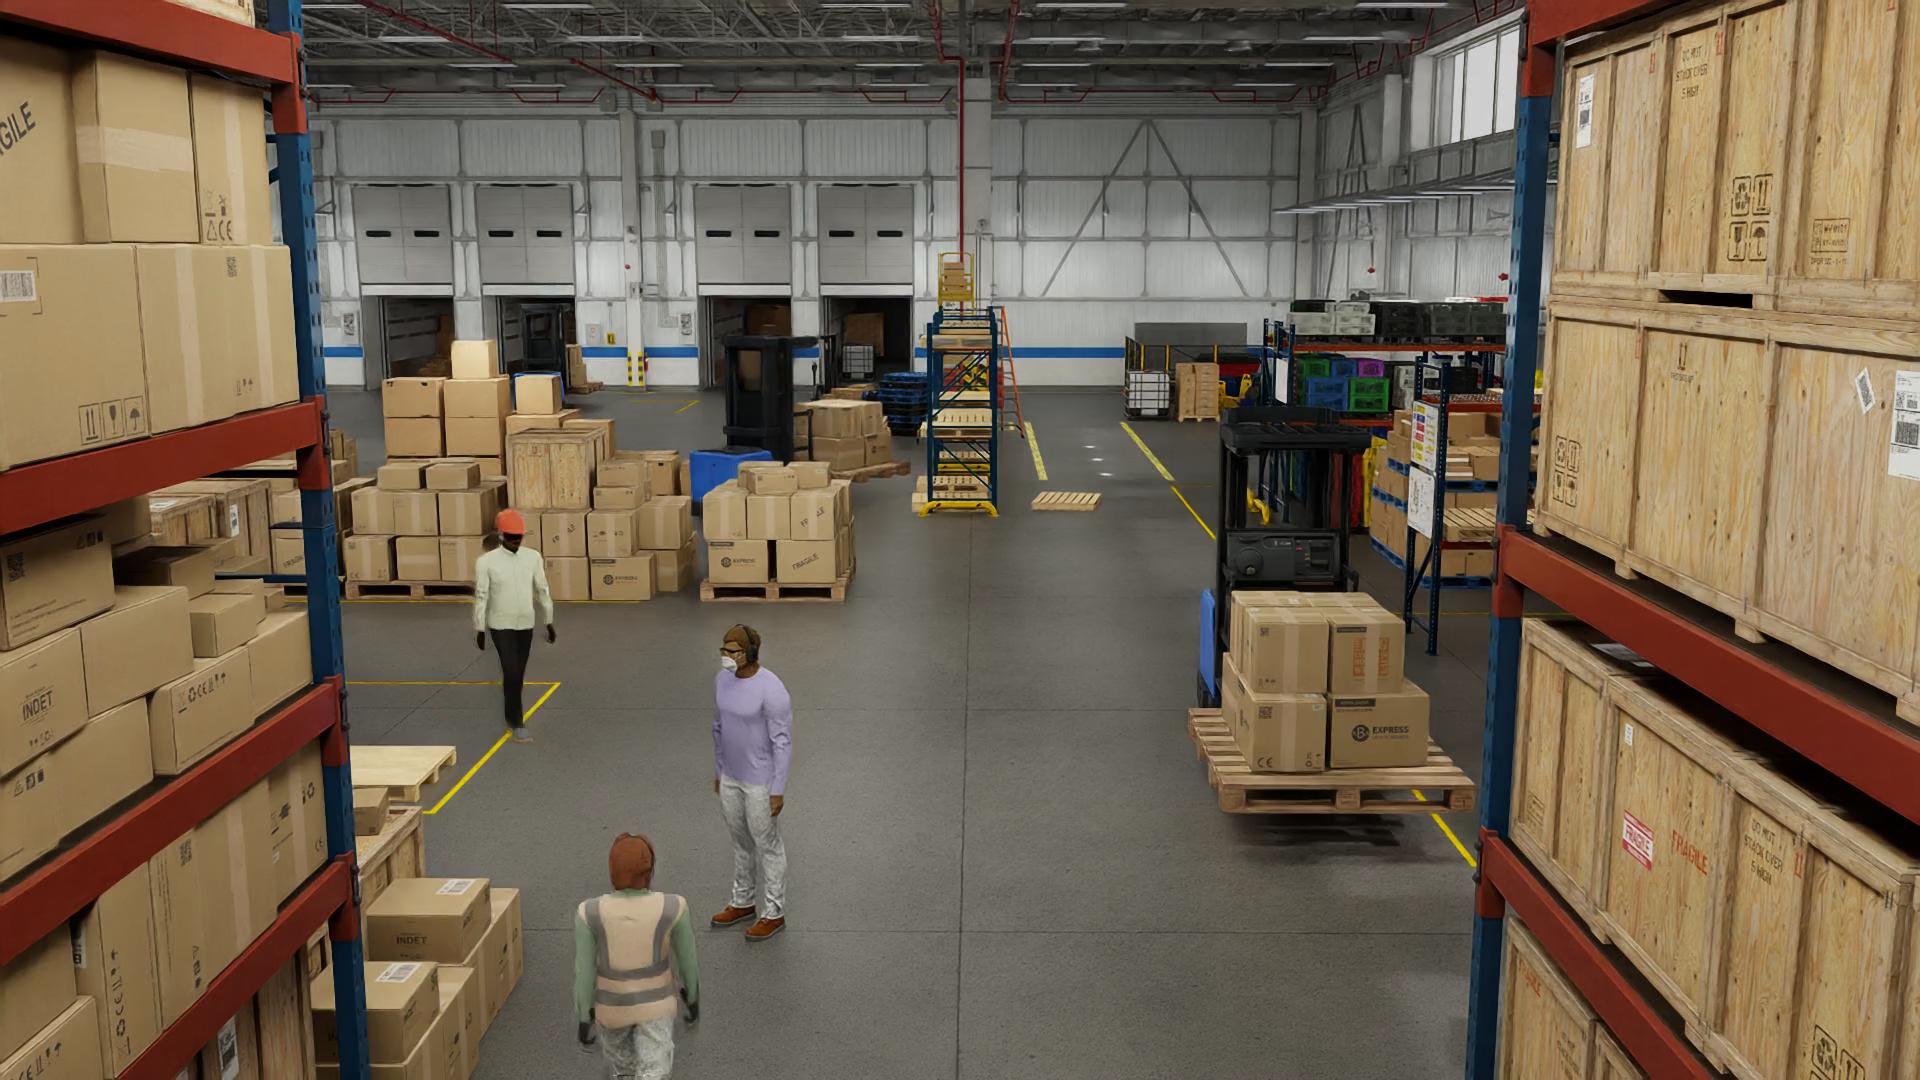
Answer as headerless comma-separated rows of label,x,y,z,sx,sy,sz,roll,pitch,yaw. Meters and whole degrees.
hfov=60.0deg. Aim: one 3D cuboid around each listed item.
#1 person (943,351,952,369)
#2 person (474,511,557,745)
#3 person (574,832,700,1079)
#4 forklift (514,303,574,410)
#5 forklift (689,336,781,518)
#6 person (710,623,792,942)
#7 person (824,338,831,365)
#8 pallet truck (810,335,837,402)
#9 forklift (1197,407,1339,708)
person,-0.357,-3.702,39.985,1.077,1.883,0.617,-3,10,-18
person,-3.722,0.733,14.092,0.641,1.964,0.797,-9,14,-43
person,-1.426,2.093,7.362,0.536,1.592,0.876,-1,10,-5
forklift,-10.721,-4.667,42.626,1.129,2.768,1.873,0,10,1
forklift,-3.260,-1.779,25.967,1.129,2.768,1.873,7,12,34
person,-1.267,1.449,10.055,0.630,1.938,0.366,9,14,43
person,-3.824,-5.098,48.703,0.314,1.636,0.515,1,10,4
pallet truck,-3.021,-4.312,43.126,1.885,1.965,0.823,3,10,17
forklift,2.693,0.256,14.223,1.129,2.768,1.873,0,10,1
